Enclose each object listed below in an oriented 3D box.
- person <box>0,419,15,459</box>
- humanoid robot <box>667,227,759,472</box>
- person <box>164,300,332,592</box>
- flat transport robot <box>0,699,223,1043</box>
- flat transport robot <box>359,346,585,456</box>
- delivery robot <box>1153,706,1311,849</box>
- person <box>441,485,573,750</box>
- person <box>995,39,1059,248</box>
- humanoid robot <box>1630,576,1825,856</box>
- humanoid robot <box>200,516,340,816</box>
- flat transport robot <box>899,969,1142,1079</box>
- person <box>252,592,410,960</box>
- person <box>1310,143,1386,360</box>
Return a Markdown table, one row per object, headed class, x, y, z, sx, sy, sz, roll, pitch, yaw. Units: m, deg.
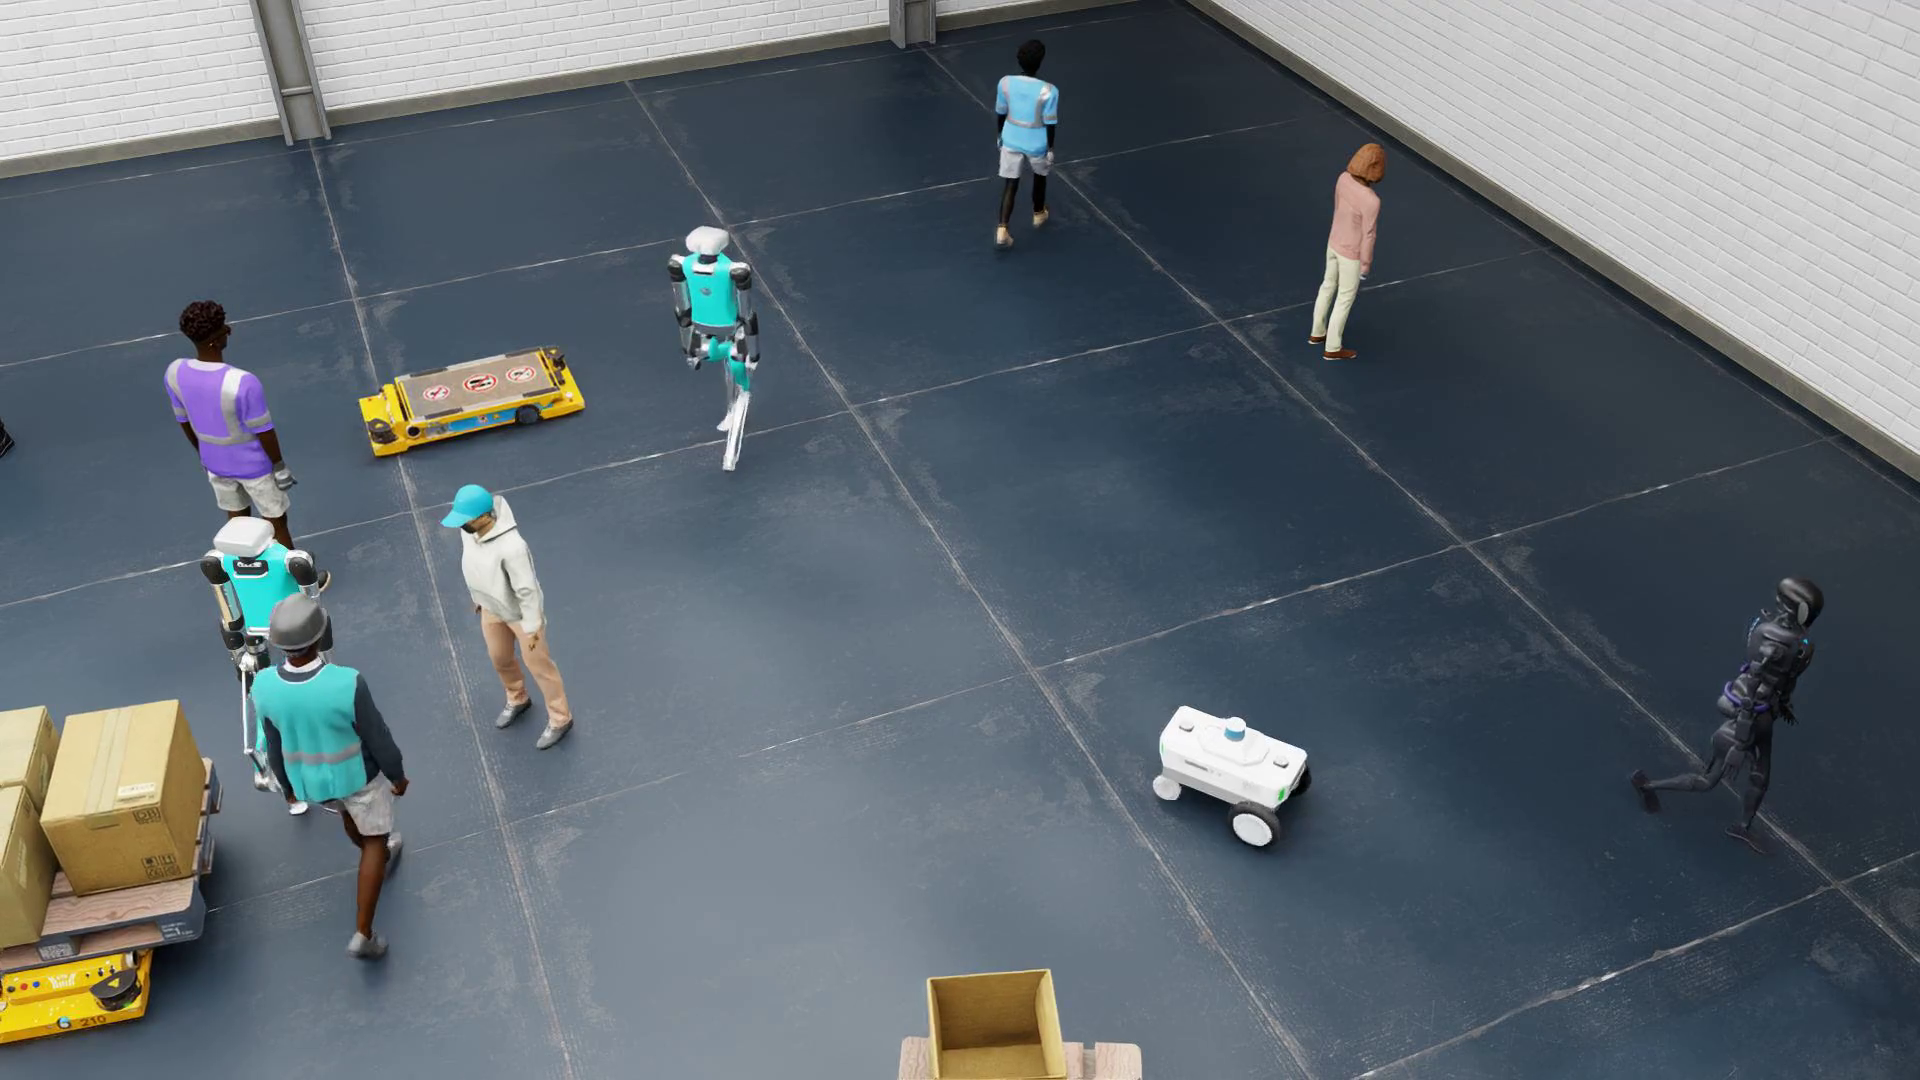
| class | x | y | z | sx | sy | sz | roll | pitch | yaw |
| --- | --- | --- | --- | --- | --- | --- | --- | --- | --- |
| person | -6.610 | -1.352 | 10.673 | 0.542 | 1.929 | 0.370 | 12 | 39 | 16 |
| humanoid robot | -1.492 | -1.347 | 10.826 | 0.551 | 1.737 | 0.918 | 7 | 38 | 9 |
| person | -4.104 | -0.472 | 9.497 | 0.606 | 1.965 | 0.370 | 11 | 39 | 14 |
| flat transport robot | -4.203 | 1.737 | 8.013 | 0.659 | 0.231 | 1.431 | -9 | 38 | -11 |
| flat transport robot | -3.392 | -0.977 | 11.545 | 1.431 | 0.231 | 0.659 | -15 | 40 | -19 |
| delivery robot | 1.411 | 1.177 | 8.522 | 0.796 | 0.612 | 0.499 | 19 | 42 | 23 |
| person | -2.352 | 0.392 | 8.619 | 0.493 | 1.659 | 0.418 | 20 | 42 | 24 |
| person | 0.516 | -3.157 | 13.235 | 0.531 | 1.660 | 0.818 | 13 | 39 | 17 |
| humanoid robot | 3.810 | 0.813 | 8.084 | 0.712 | 1.635 | 0.589 | 30 | 47 | 33 |
| humanoid robot | -3.314 | 0.729 | 8.012 | 0.533 | 1.675 | 0.735 | 1 | 38 | 2 |
| flat transport robot | 0.212 | 2.733 | 6.716 | 1.431 | 0.231 | 0.659 | 2 | 38 | 2 |
| person | -2.832 | 1.057 | 7.554 | 0.578 | 1.909 | 0.875 | 1 | 38 | 1 |
| person | 2.774 | -2.047 | 11.825 | 0.293 | 1.623 | 0.492 | -13 | 39 | -16 |
